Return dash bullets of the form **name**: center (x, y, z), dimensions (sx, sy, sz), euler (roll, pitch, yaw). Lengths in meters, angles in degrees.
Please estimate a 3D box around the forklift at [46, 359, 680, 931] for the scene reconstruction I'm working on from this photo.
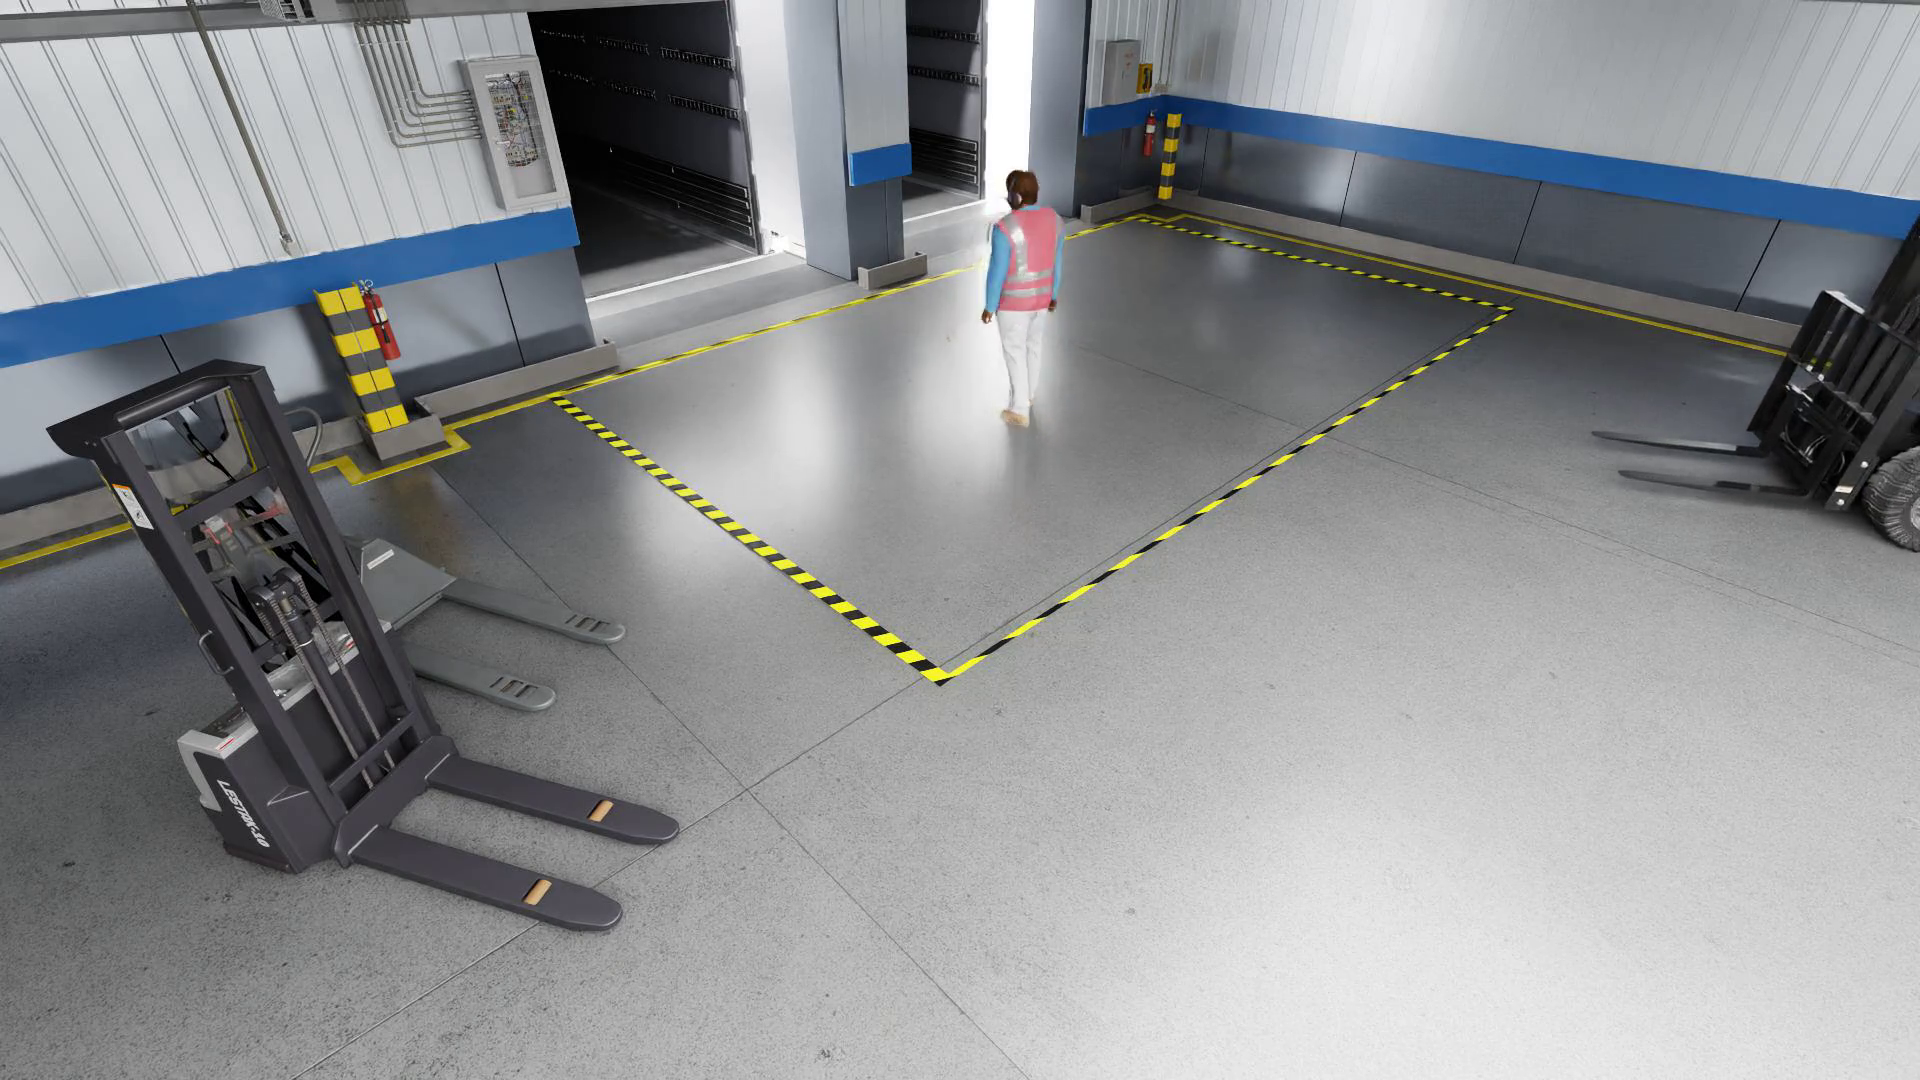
- **forklift**: center (-2.135, 0.422, 3.354), dimensions (1.885, 1.965, 0.823), euler (10, 35, 14)

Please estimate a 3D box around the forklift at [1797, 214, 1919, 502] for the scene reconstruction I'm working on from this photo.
- **forklift**: center (6.800, -1.117, 5.301), dimensions (2.680, 2.036, 1.157), euler (8, 35, 12)

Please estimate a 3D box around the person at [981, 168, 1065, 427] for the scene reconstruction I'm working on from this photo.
- **person**: center (0.457, -1.757, 6.736), dimensions (0.660, 1.834, 0.545), euler (-25, 42, -32)

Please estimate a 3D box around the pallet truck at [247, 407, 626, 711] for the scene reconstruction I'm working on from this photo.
- **pallet truck**: center (-2.628, 0.038, 4.590), dimensions (1.601, 1.201, 0.680), euler (12, 36, 18)
